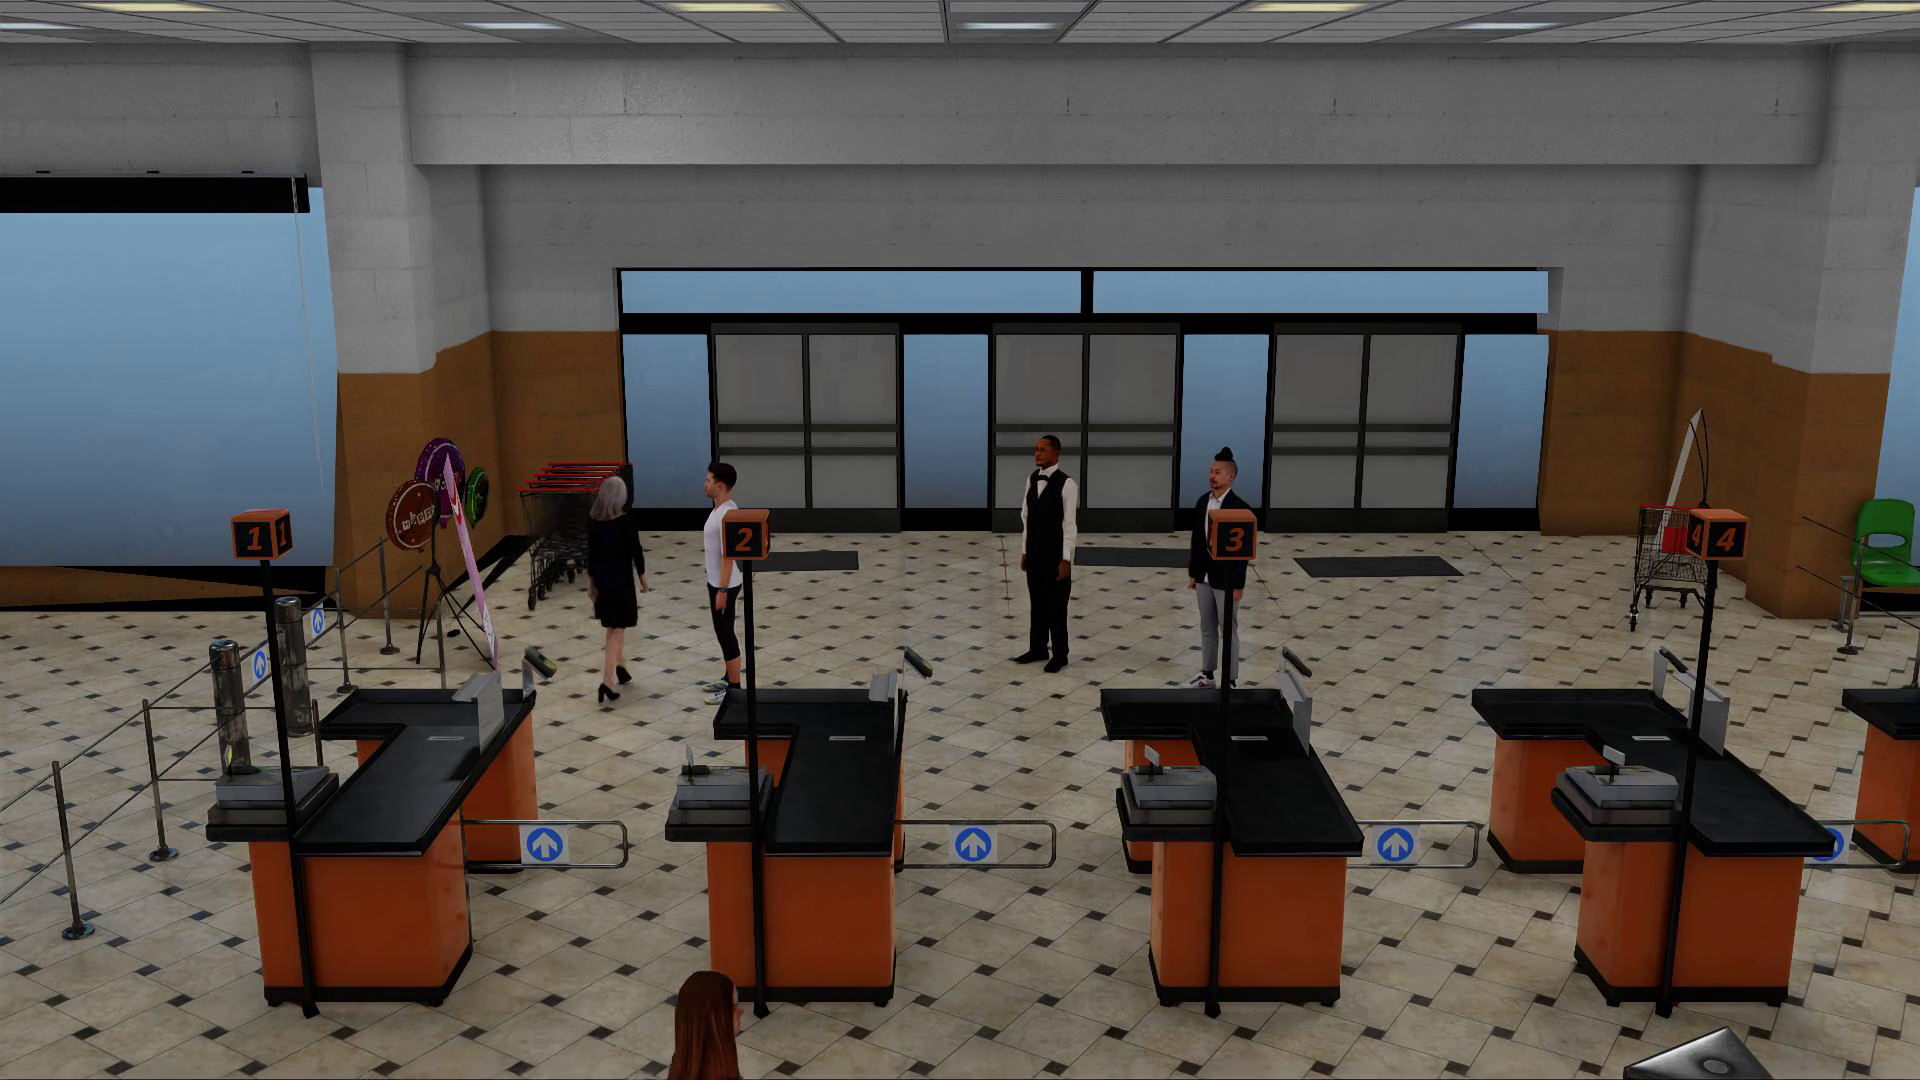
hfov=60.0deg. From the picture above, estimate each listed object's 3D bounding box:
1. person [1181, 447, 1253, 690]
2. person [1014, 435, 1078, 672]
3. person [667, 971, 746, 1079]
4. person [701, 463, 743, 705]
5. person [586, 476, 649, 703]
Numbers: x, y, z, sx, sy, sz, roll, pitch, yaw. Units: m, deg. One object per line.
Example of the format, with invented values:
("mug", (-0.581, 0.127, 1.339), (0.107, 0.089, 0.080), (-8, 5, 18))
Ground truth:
("person", (2.001, 0.248, 12.782), (0.860, 1.950, 0.761), (-10, 17, -36))
("person", (0.723, 0.090, 13.499), (0.769, 1.919, 0.827), (13, 19, 43))
("person", (-0.894, 2.188, 5.400), (0.798, 1.660, 1.095), (-3, 14, -11))
("person", (-1.804, 0.318, 12.704), (0.776, 1.852, 0.565), (-3, 14, -11))
("person", (-2.659, 0.396, 12.639), (0.755, 1.730, 0.866), (6, 15, 22))
